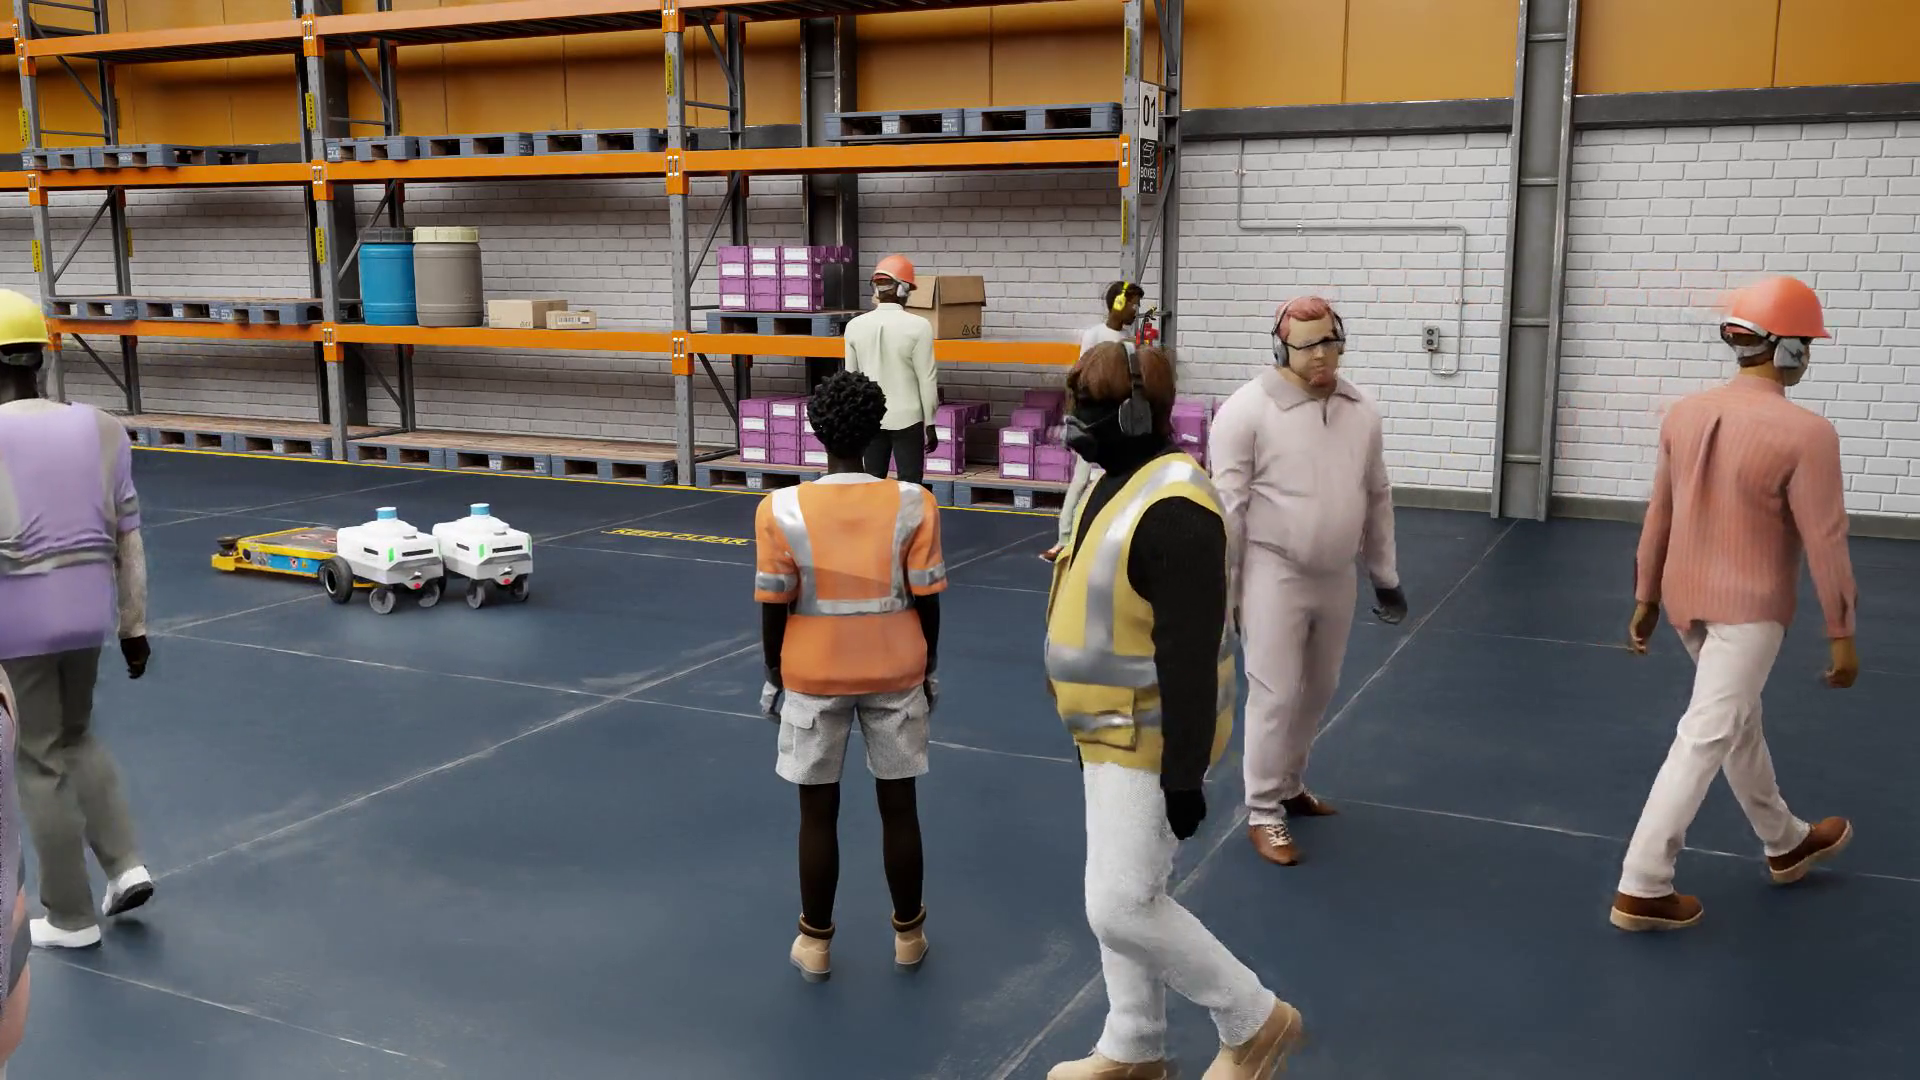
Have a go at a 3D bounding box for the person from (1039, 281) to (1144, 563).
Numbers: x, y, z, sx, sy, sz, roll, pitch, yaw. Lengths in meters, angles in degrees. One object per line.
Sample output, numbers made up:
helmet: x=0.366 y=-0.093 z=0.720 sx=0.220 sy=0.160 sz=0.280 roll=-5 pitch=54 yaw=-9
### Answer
person: x=0.858 y=-0.748 z=10.729 sx=0.724 sy=1.831 sz=0.425 roll=-8 pitch=13 yaw=-39

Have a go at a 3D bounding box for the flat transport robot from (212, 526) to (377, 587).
flat transport robot: x=-3.916 y=0.089 z=10.366 sx=1.431 sy=0.197 sz=0.652 roll=5 pitch=11 yaw=29

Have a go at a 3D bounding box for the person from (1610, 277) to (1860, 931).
person: x=2.400 y=0.192 z=5.004 sx=1.049 sy=1.932 sz=0.661 roll=-3 pitch=10 yaw=-18

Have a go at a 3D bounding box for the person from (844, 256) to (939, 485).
person: x=-0.398 y=-0.716 z=10.072 sx=0.608 sy=1.985 sz=0.395 roll=5 pitch=11 yaw=25

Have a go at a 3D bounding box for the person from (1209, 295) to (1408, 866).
person: x=1.111 y=0.124 z=5.614 sx=0.698 sy=1.885 sz=0.589 roll=-6 pitch=11 yaw=-29

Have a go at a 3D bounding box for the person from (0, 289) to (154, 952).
person: x=-2.643 y=0.248 z=4.750 sx=0.408 sy=1.910 sz=0.599 roll=5 pitch=11 yaw=25

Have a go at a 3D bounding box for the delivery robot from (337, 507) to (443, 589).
delivery robot: x=-3.248 y=0.057 z=9.467 sx=0.477 sy=0.478 sz=0.707 roll=-10 pitch=14 yaw=-44

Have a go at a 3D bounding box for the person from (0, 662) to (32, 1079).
person: x=-1.516 y=0.714 z=2.287 sx=0.621 sy=1.846 sz=0.429 roll=8 pitch=13 yaw=39

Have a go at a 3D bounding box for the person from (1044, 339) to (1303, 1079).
person: x=0.454 y=0.455 z=3.841 sx=0.520 sy=1.831 sz=0.640 roll=-1 pitch=10 yaw=-5

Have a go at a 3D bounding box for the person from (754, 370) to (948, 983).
person: x=-0.299 y=0.384 z=4.597 sx=0.531 sy=1.697 sz=0.320 roll=-2 pitch=10 yaw=-9

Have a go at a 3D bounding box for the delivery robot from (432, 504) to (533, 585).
delivery robot: x=-2.760 y=0.034 z=9.602 sx=0.477 sy=0.478 sz=0.707 roll=-8 pitch=13 yaw=-39
